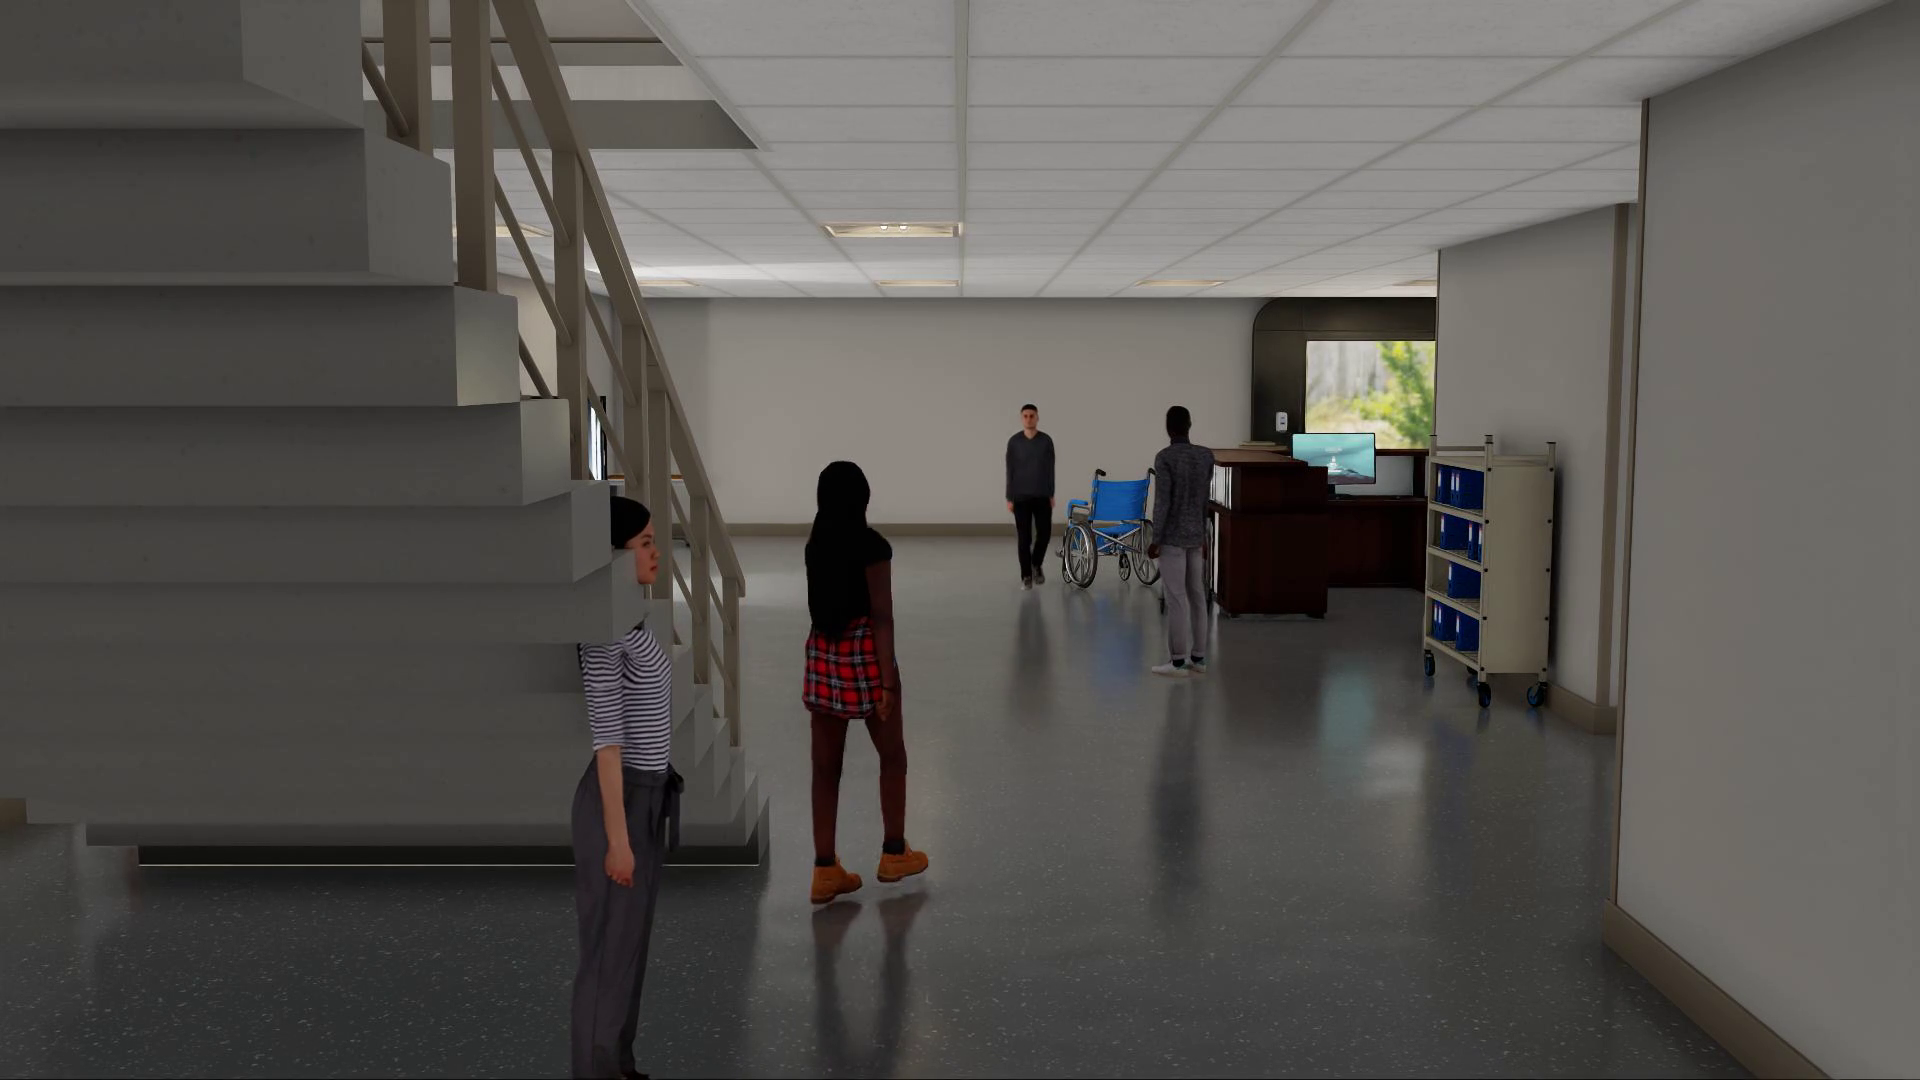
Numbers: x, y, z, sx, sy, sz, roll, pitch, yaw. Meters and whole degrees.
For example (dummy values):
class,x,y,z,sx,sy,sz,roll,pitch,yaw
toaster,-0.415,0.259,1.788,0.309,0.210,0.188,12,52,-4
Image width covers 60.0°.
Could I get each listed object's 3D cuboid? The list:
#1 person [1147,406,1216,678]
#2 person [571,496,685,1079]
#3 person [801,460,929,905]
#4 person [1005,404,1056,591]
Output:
class,x,y,z,sx,sy,sz,roll,pitch,yaw
person,1.517,-0.002,11.354,0.755,1.836,0.774,-4,7,-37
person,-0.929,0.742,4.477,0.658,1.733,0.455,0,6,-2
person,-0.446,0.561,6.480,0.856,1.692,0.951,5,8,43
person,0.671,-0.406,15.782,0.632,1.753,0.647,0,6,-3
